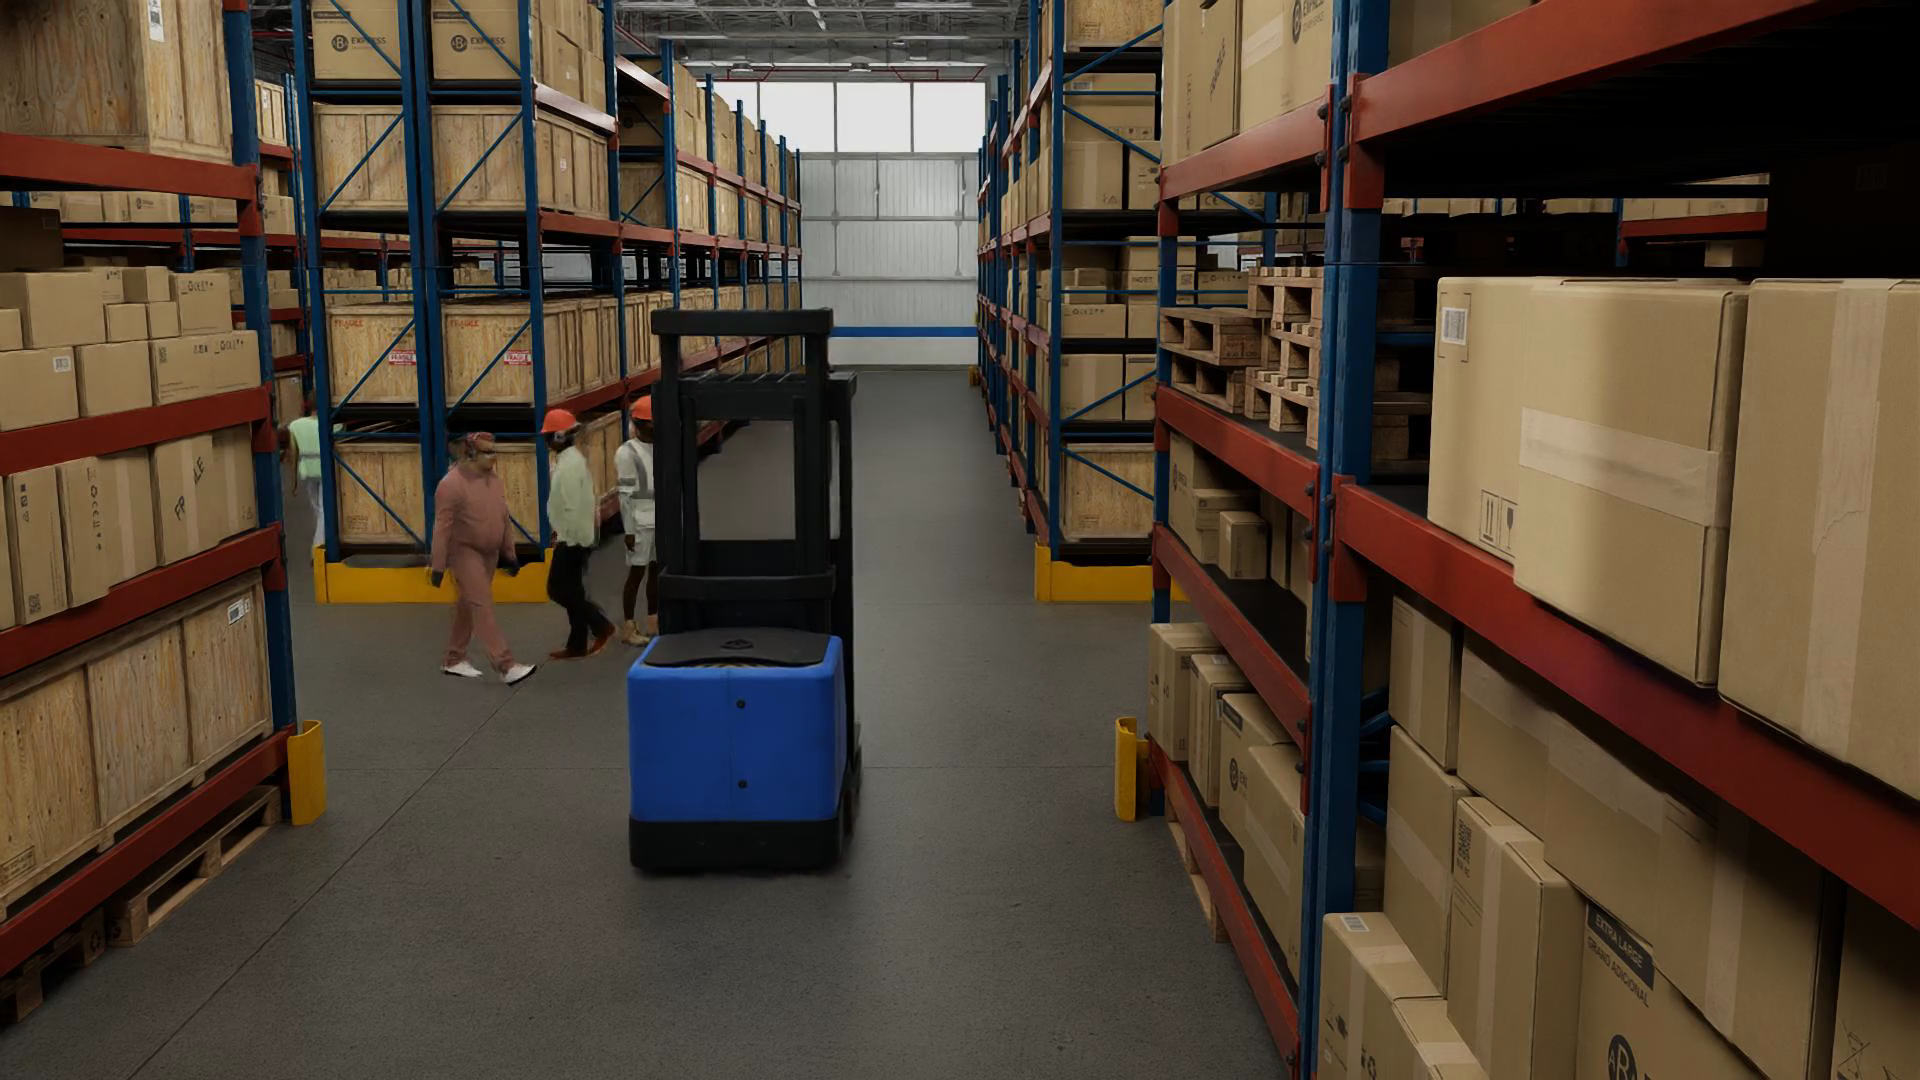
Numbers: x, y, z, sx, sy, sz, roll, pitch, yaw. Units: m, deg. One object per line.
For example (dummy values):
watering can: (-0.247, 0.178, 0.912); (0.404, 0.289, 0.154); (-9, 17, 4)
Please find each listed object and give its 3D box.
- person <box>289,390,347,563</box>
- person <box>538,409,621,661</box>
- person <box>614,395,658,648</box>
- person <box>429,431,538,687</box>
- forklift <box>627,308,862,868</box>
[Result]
person: (-6.580, -0.648, 17.148); (0.587, 1.804, 0.982); (0, 9, -2)
person: (-2.962, -0.021, 12.790); (0.521, 1.970, 0.616); (-1, 9, -6)
person: (-2.500, -0.153, 13.395); (0.409, 2.032, 0.604); (5, 11, 29)
person: (-3.448, 0.140, 12.137); (0.995, 1.847, 0.669); (3, 10, 20)
forklift: (-1.139, 0.150, 8.939); (1.129, 2.768, 1.873); (0, 9, -1)
